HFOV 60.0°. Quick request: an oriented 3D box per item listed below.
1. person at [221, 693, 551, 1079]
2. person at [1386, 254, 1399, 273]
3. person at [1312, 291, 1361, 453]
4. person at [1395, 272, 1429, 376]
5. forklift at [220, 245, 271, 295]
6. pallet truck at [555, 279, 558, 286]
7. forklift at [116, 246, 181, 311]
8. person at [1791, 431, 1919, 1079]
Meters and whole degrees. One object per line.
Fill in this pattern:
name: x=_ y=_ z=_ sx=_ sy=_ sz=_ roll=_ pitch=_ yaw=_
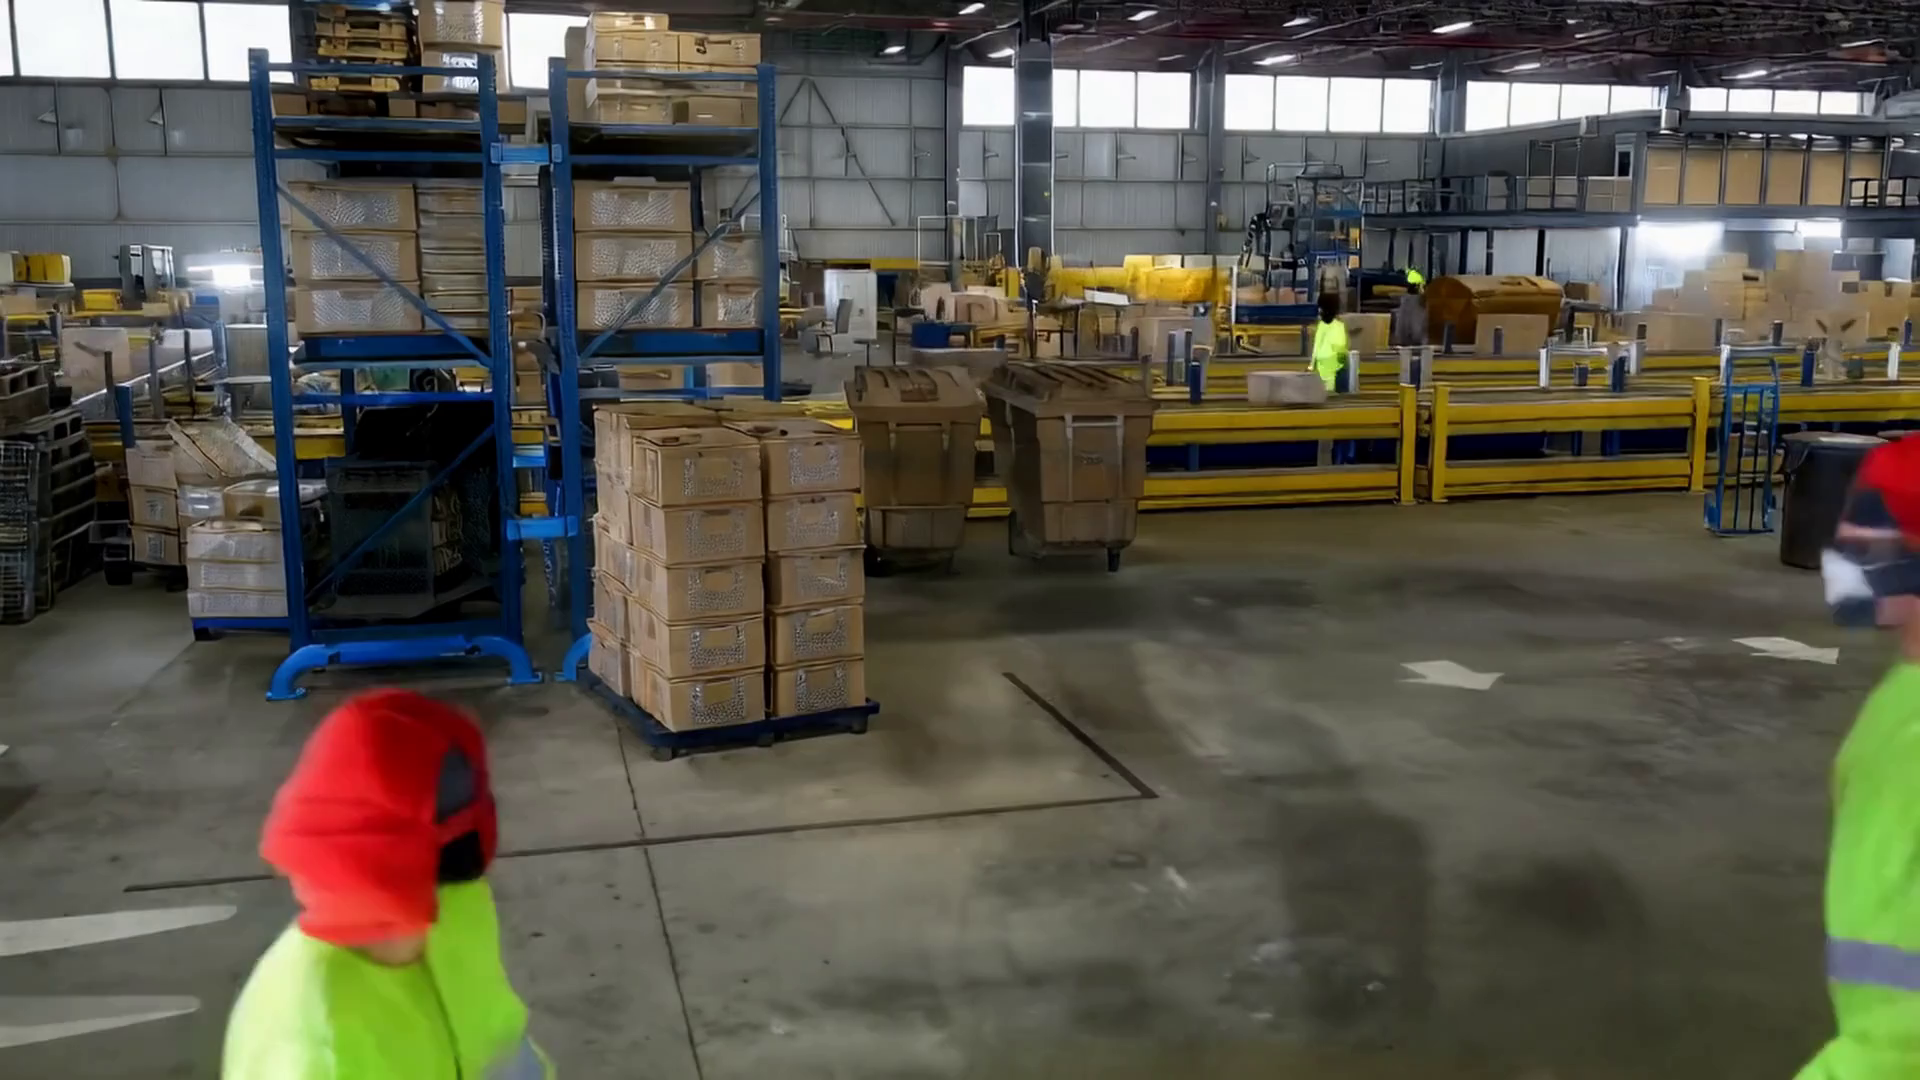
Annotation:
person: x=-0.619 y=0.968 z=2.086 sx=0.820 sy=1.592 sz=0.513 roll=1 pitch=10 yaw=7
person: x=16.166 y=-9.816 z=62.362 sx=0.573 sy=1.883 sz=0.354 roll=-3 pitch=10 yaw=-17
person: x=3.850 y=-1.726 z=17.150 sx=0.769 sy=1.669 sz=0.539 roll=-2 pitch=10 yaw=-9
person: x=7.262 y=-3.415 z=26.568 sx=0.541 sy=1.726 sz=0.900 roll=8 pitch=13 yaw=39
forklift: x=-17.749 y=-6.334 z=41.440 sx=1.157 sy=1.987 sz=2.680 roll=-3 pitch=10 yaw=-17
pallet truck: x=-10.604 y=-6.375 z=44.520 sx=0.653 sy=1.274 sz=1.630 roll=-3 pitch=10 yaw=-15
forklift: x=-19.966 y=-6.232 z=40.894 sx=1.157 sy=1.987 sz=2.680 roll=-3 pitch=10 yaw=-15
person: x=1.239 y=0.783 z=2.318 sx=1.009 sy=1.883 sz=0.654 roll=4 pitch=11 yaw=23
